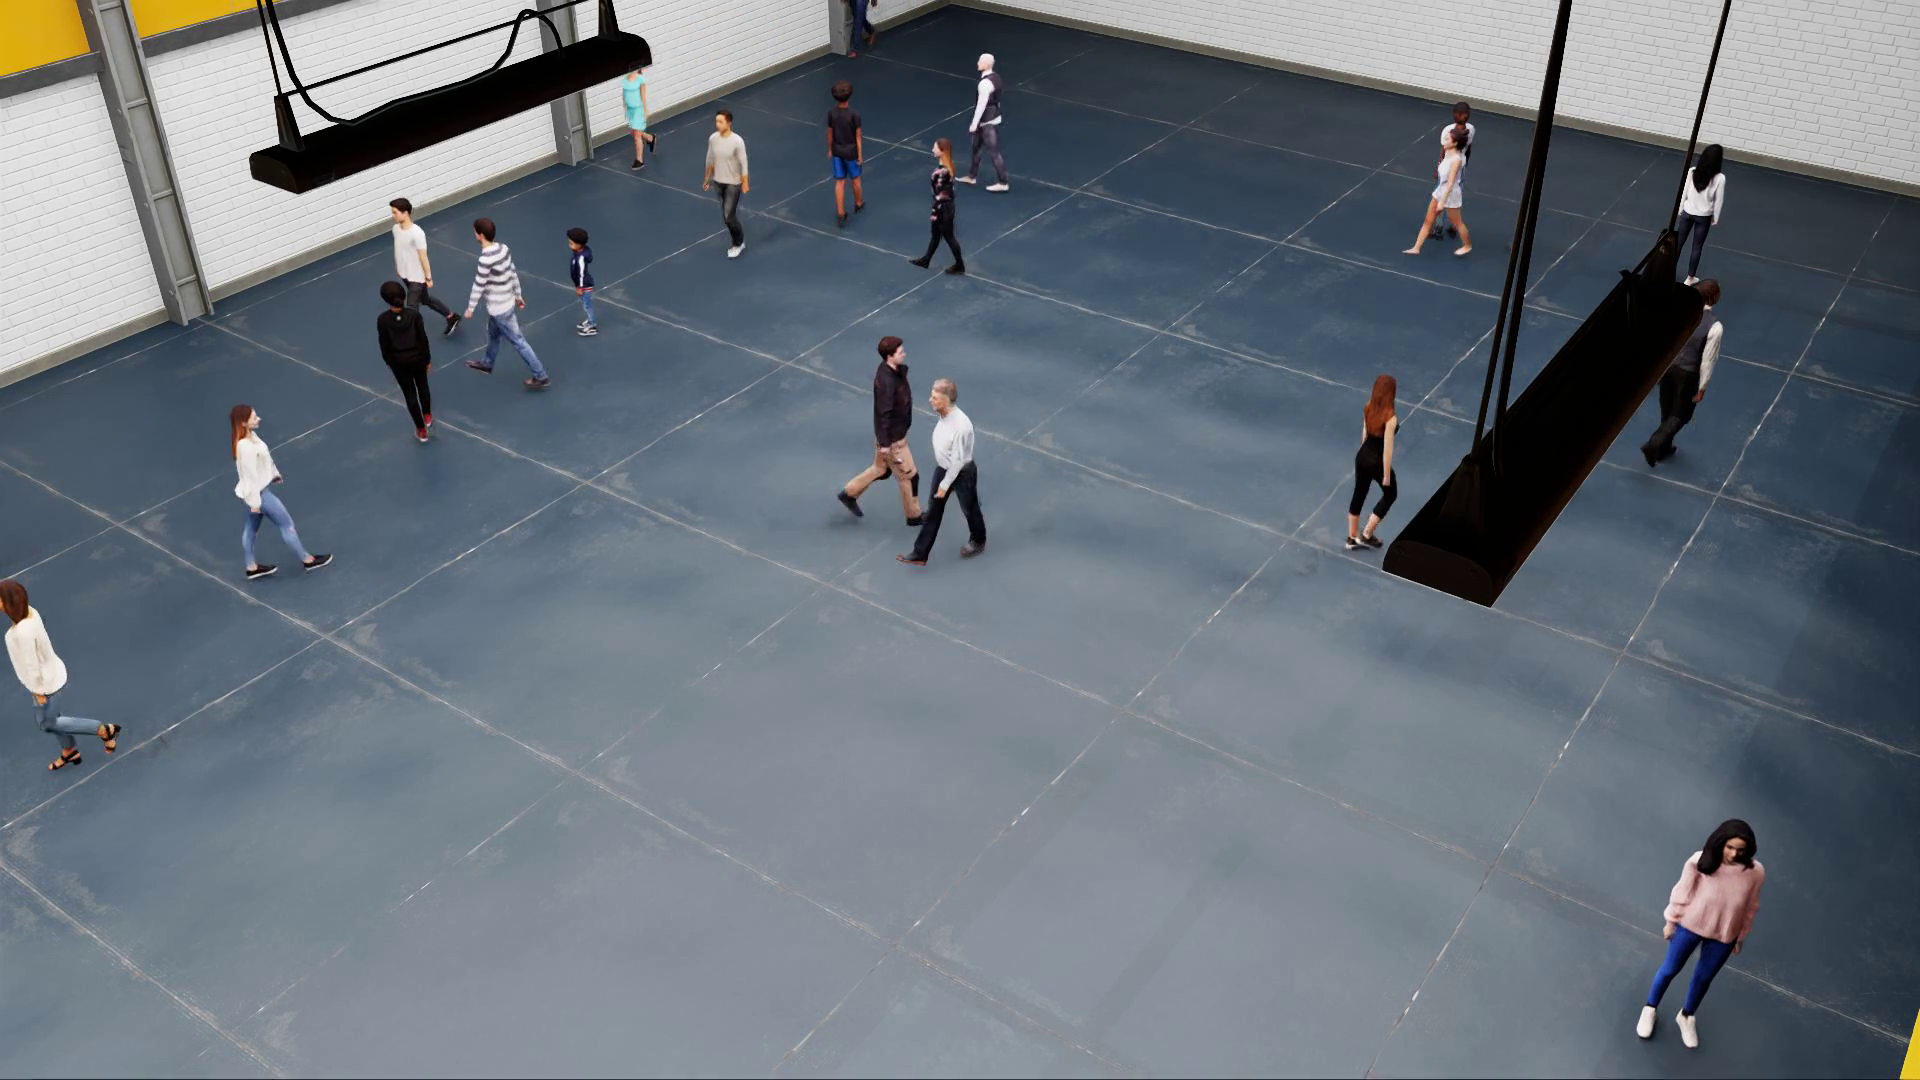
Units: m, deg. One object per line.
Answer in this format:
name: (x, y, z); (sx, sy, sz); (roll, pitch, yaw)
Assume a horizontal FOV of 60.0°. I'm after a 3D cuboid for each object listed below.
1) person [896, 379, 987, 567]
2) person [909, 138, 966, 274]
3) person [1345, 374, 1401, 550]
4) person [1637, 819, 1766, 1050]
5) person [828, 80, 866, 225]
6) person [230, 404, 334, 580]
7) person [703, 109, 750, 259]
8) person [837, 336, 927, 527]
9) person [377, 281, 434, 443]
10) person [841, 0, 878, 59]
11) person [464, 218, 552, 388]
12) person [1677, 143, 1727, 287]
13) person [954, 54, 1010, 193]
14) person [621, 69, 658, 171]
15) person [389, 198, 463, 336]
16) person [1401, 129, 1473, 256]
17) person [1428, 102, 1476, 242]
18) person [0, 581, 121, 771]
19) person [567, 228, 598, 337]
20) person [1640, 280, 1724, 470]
person: (0.038, -0.583, 14.398); (1.226, 1.763, 0.932); (-20, 38, -27)
person: (-0.114, -3.882, 19.455); (0.946, 1.657, 0.956); (2, 34, 3)
person: (3.543, -0.644, 14.527); (0.721, 1.721, 0.692); (-15, 36, -21)
person: (4.476, 2.341, 9.993); (0.713, 1.768, 0.661); (9, 35, 14)
person: (-1.456, -4.810, 20.751); (0.876, 1.768, 1.090); (7, 34, 10)
person: (-6.075, -0.372, 14.173); (1.051, 1.660, 0.884); (-16, 37, -23)
person: (-2.732, -4.315, 19.980); (0.661, 1.798, 0.634); (19, 38, 26)
person: (-0.689, -0.955, 14.831); (1.183, 1.902, 1.223); (0, 34, 0)
person: (-5.368, -1.710, 16.188); (0.834, 1.657, 0.864); (-13, 36, -19)
person: (-1.554, -8.670, 26.553); (0.792, 1.775, 1.193); (17, 37, 24)
person: (-4.611, -2.373, 17.064); (1.083, 1.792, 1.242); (4, 34, 6)
person: (8.531, -3.775, 19.258); (0.638, 1.698, 0.579); (26, 41, 33)
person: (0.459, -5.382, 21.590); (1.021, 1.794, 1.061); (4, 34, 6)
person: (-4.333, -5.819, 22.471); (0.589, 1.545, 0.918); (19, 38, 26)
person: (-5.812, -2.892, 17.938); (0.762, 1.689, 1.126); (29, 43, 36)
person: (5.914, -4.107, 19.873); (1.095, 1.571, 1.073); (-3, 34, -5)
person: (6.034, -4.523, 20.363); (0.649, 1.720, 0.731); (-9, 35, -14)
person: (-6.584, 0.995, 12.109); (0.903, 1.667, 0.808); (-16, 37, -23)
person: (-4.140, -2.858, 18.308); (0.646, 1.222, 0.597); (-9, 35, -13)
person: (6.760, -1.533, 15.704); (1.109, 1.900, 0.908); (-22, 39, -29)
